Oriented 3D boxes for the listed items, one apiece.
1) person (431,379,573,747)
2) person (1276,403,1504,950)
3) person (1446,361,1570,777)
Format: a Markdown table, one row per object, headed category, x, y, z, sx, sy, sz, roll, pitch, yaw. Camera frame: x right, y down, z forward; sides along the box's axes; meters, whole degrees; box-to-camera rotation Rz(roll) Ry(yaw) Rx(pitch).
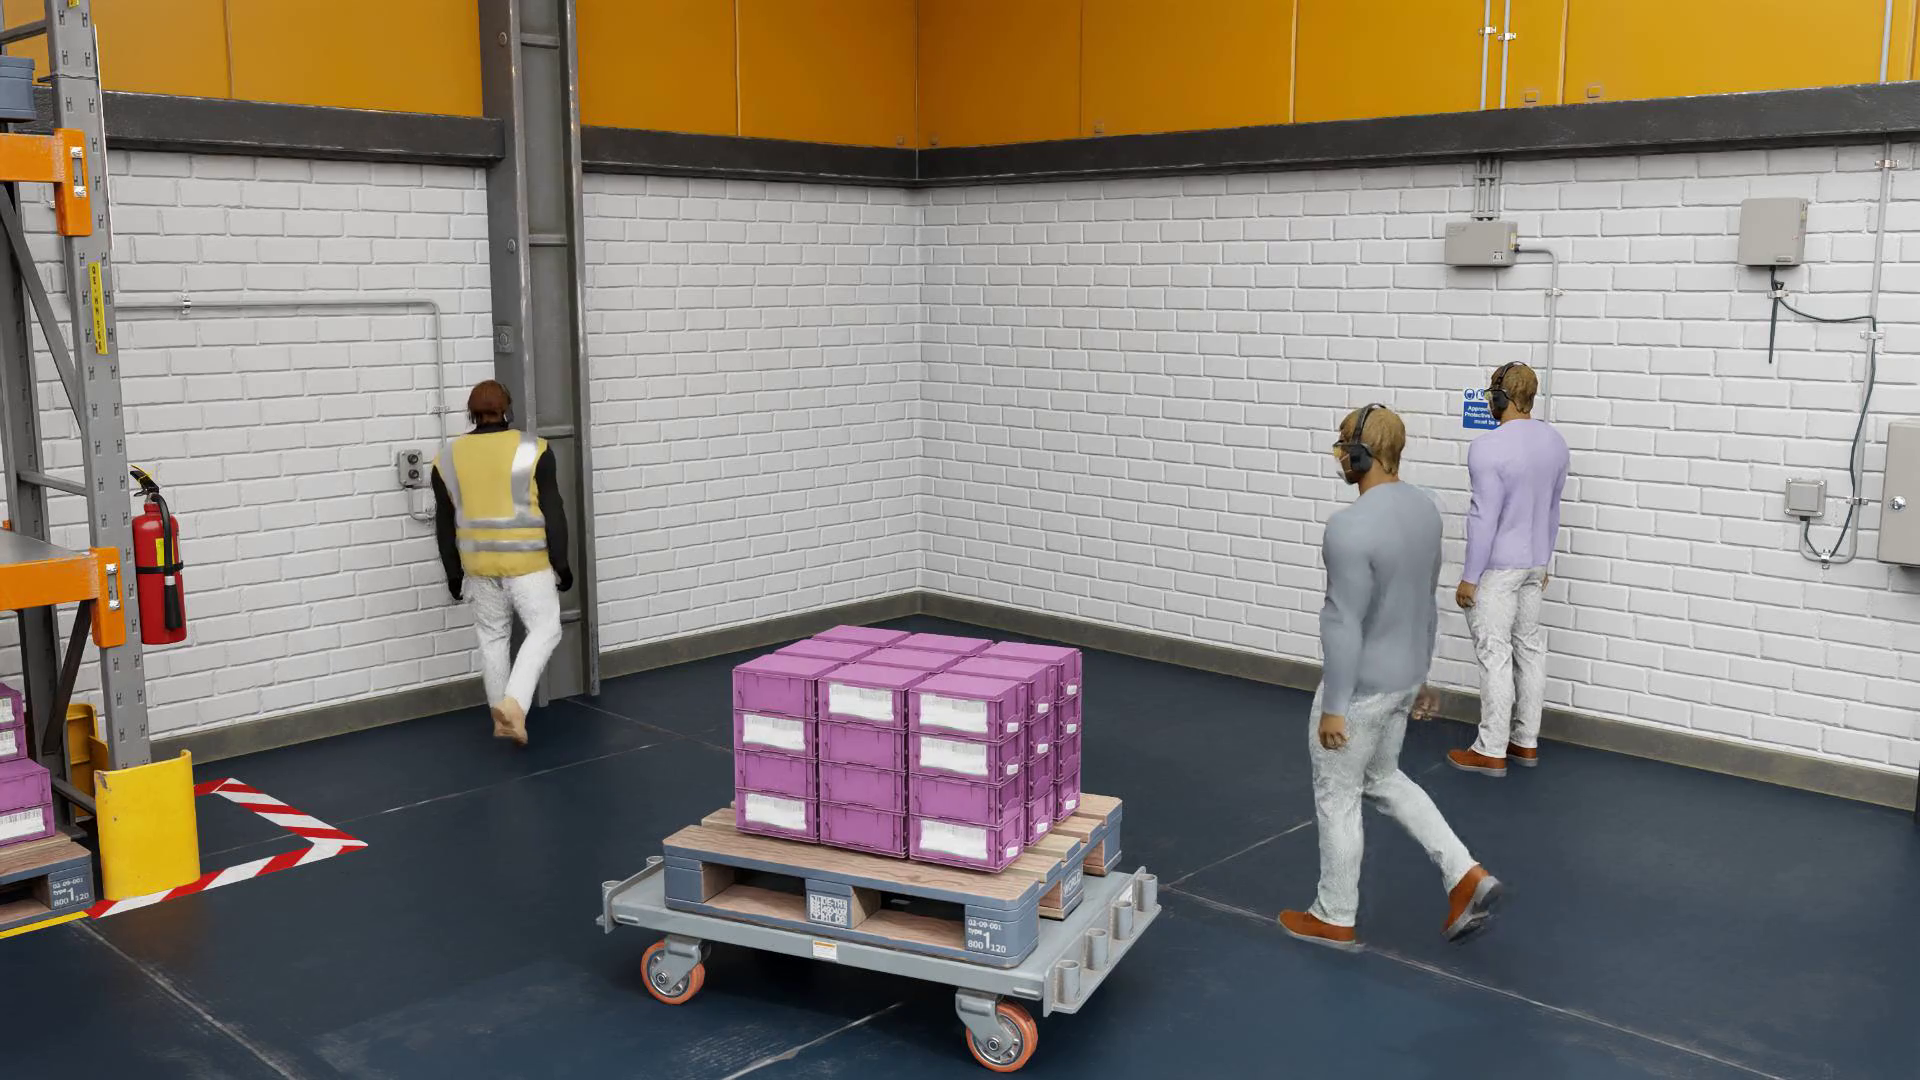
| category | x | y | z | sx | sy | sz | roll | pitch | yaw |
| --- | --- | --- | --- | --- | --- | --- | --- | --- | --- |
| person | -2.256 | 0.123 | 8.209 | 0.664 | 1.826 | 0.667 | 1 | 9 | 7 |
| person | 1.456 | 0.497 | 5.650 | 0.670 | 1.922 | 0.635 | 8 | 12 | 40 |
| person | 2.561 | 0.135 | 7.796 | 0.635 | 1.938 | 0.359 | -7 | 11 | -35 |
